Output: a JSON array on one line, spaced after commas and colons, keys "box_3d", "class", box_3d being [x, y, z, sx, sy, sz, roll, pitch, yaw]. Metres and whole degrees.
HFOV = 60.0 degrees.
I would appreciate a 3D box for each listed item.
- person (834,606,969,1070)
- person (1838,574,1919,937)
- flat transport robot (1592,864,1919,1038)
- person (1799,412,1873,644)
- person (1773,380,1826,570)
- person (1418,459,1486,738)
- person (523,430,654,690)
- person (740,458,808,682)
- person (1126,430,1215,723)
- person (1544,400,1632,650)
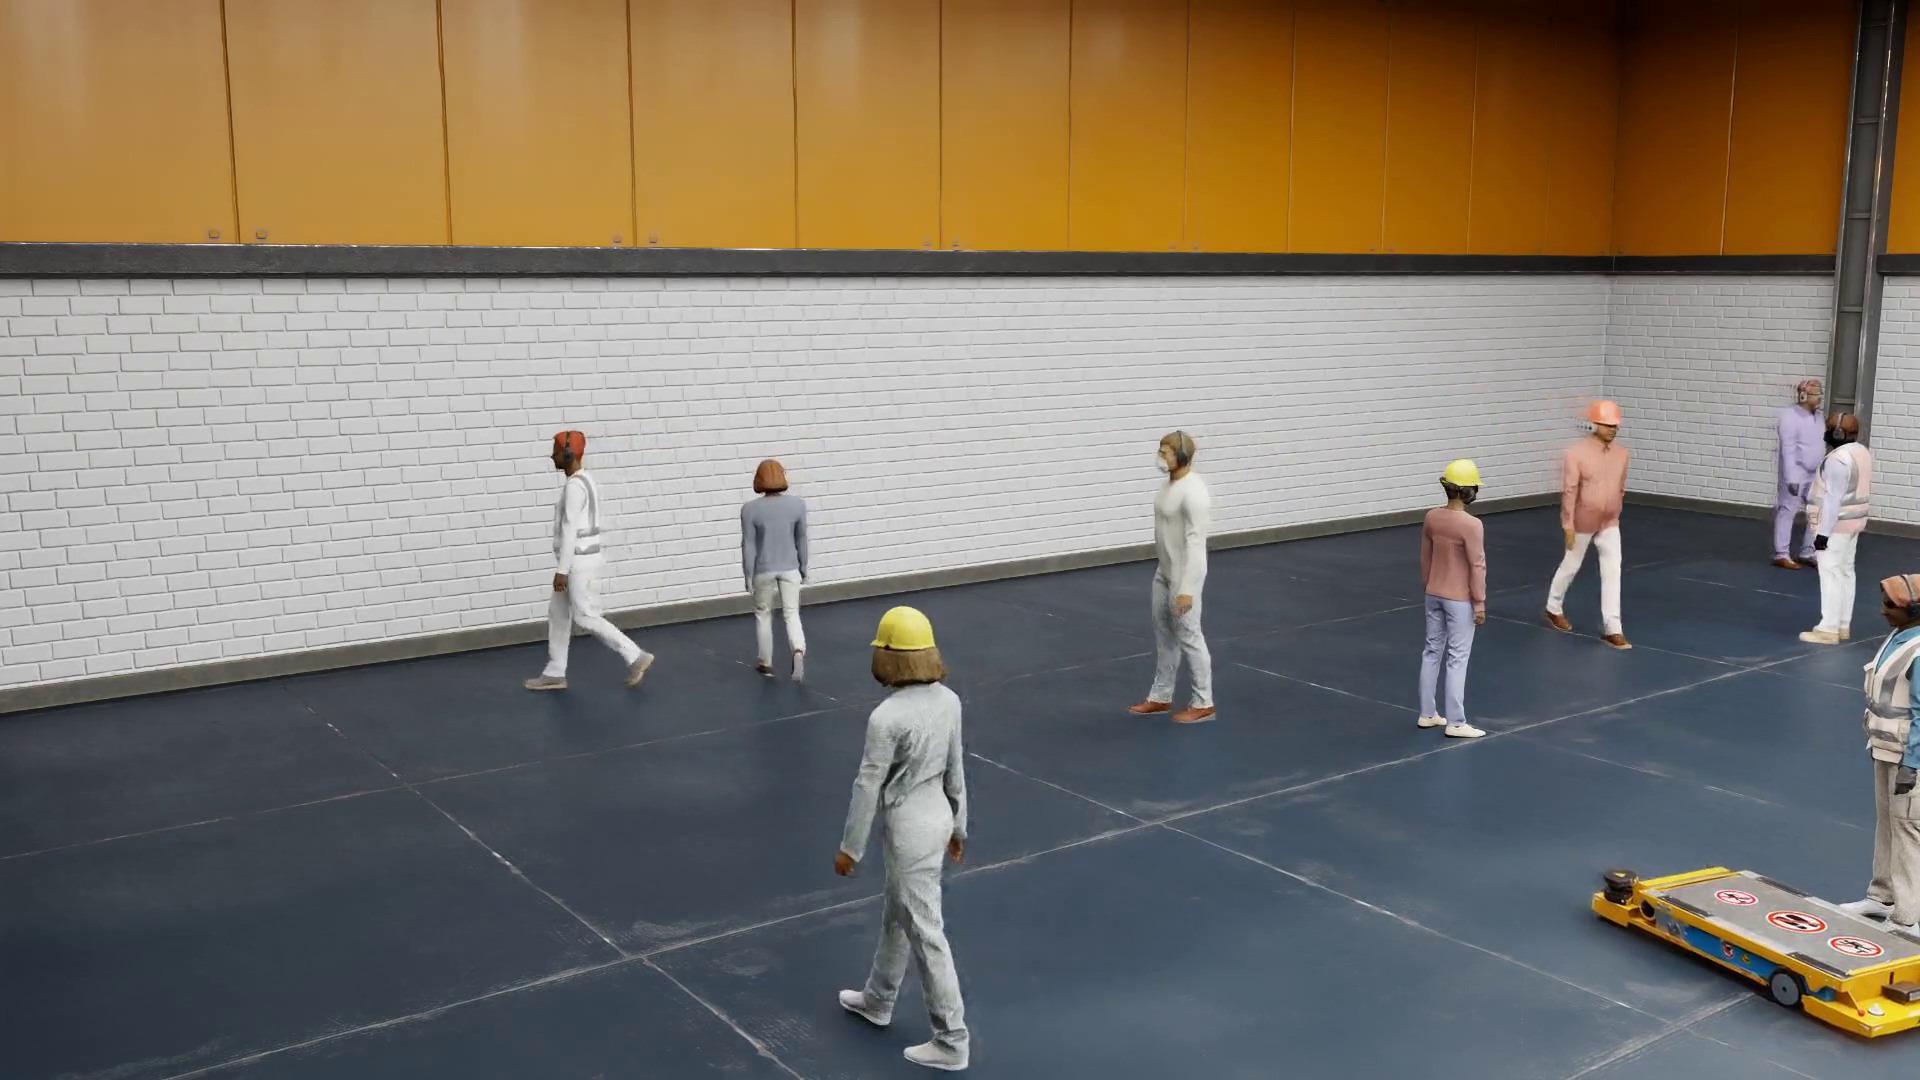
[{"box_3d": [-0.265, 1.096, 6.229, 0.799, 1.712, 0.504, 5, 11, 30], "class": "person"}, {"box_3d": [4.152, 0.952, 7.347, 0.309, 1.640, 0.513, 2, 10, 14], "class": "person"}, {"box_3d": [3.465, 1.682, 7.056, 0.652, 0.197, 1.431, -4, 10, -23], "class": "flat transport robot"}, {"box_3d": [6.946, -0.097, 13.201, 0.633, 1.840, 0.429, -9, 13, -42], "class": "person"}, {"box_3d": [8.310, -0.622, 16.294, 0.664, 1.882, 0.646, -6, 11, -31], "class": "person"}, {"box_3d": [3.140, 0.369, 10.555, 0.310, 1.768, 0.533, -4, 10, -25], "class": "person"}, {"box_3d": [-2.622, 0.151, 11.641, 0.855, 1.858, 0.577, -2, 9, -13], "class": "person"}, {"box_3d": [-1.313, 0.223, 11.912, 0.506, 1.614, 0.679, -3, 10, -19], "class": "person"}, {"box_3d": [1.410, 0.240, 10.863, 0.435, 1.942, 0.627, -2, 9, -11], "class": "person"}, {"box_3d": [5.020, -0.159, 13.289, 0.624, 1.948, 1.026, -2, 9, -13], "class": "person"}]
